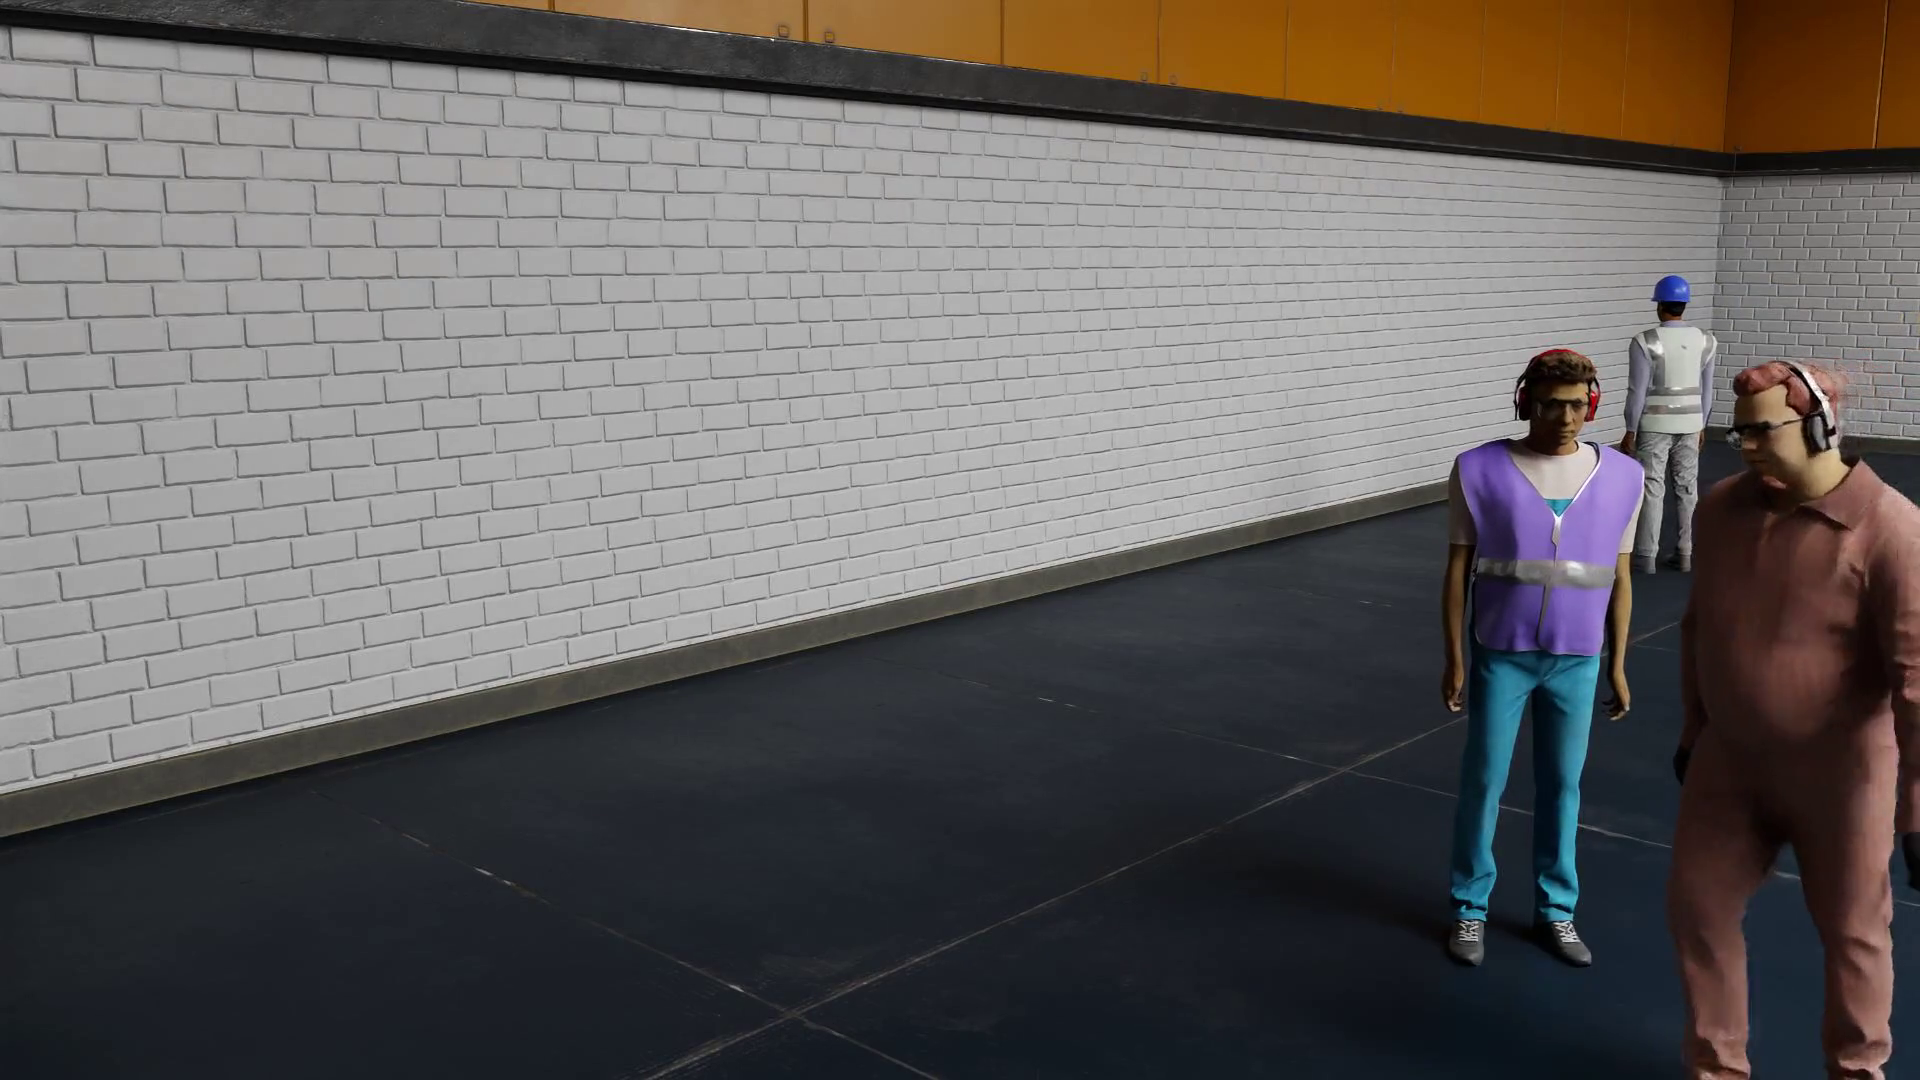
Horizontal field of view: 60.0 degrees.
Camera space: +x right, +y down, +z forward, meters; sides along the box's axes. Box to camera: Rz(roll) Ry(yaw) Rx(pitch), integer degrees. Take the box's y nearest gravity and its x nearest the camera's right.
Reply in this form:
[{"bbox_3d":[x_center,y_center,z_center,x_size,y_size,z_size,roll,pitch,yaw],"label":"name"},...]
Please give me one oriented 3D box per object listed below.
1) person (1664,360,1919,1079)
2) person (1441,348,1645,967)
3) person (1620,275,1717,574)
[{"bbox_3d":[1.892,0.532,3.818,0.799,1.864,0.787,-6,11,-29],"label":"person"},{"bbox_3d":[1.715,0.350,4.959,0.565,1.840,0.390,0,10,3],"label":"person"},{"bbox_3d":[4.622,-0.748,10.900,0.605,1.949,0.402,-2,10,-9],"label":"person"}]
